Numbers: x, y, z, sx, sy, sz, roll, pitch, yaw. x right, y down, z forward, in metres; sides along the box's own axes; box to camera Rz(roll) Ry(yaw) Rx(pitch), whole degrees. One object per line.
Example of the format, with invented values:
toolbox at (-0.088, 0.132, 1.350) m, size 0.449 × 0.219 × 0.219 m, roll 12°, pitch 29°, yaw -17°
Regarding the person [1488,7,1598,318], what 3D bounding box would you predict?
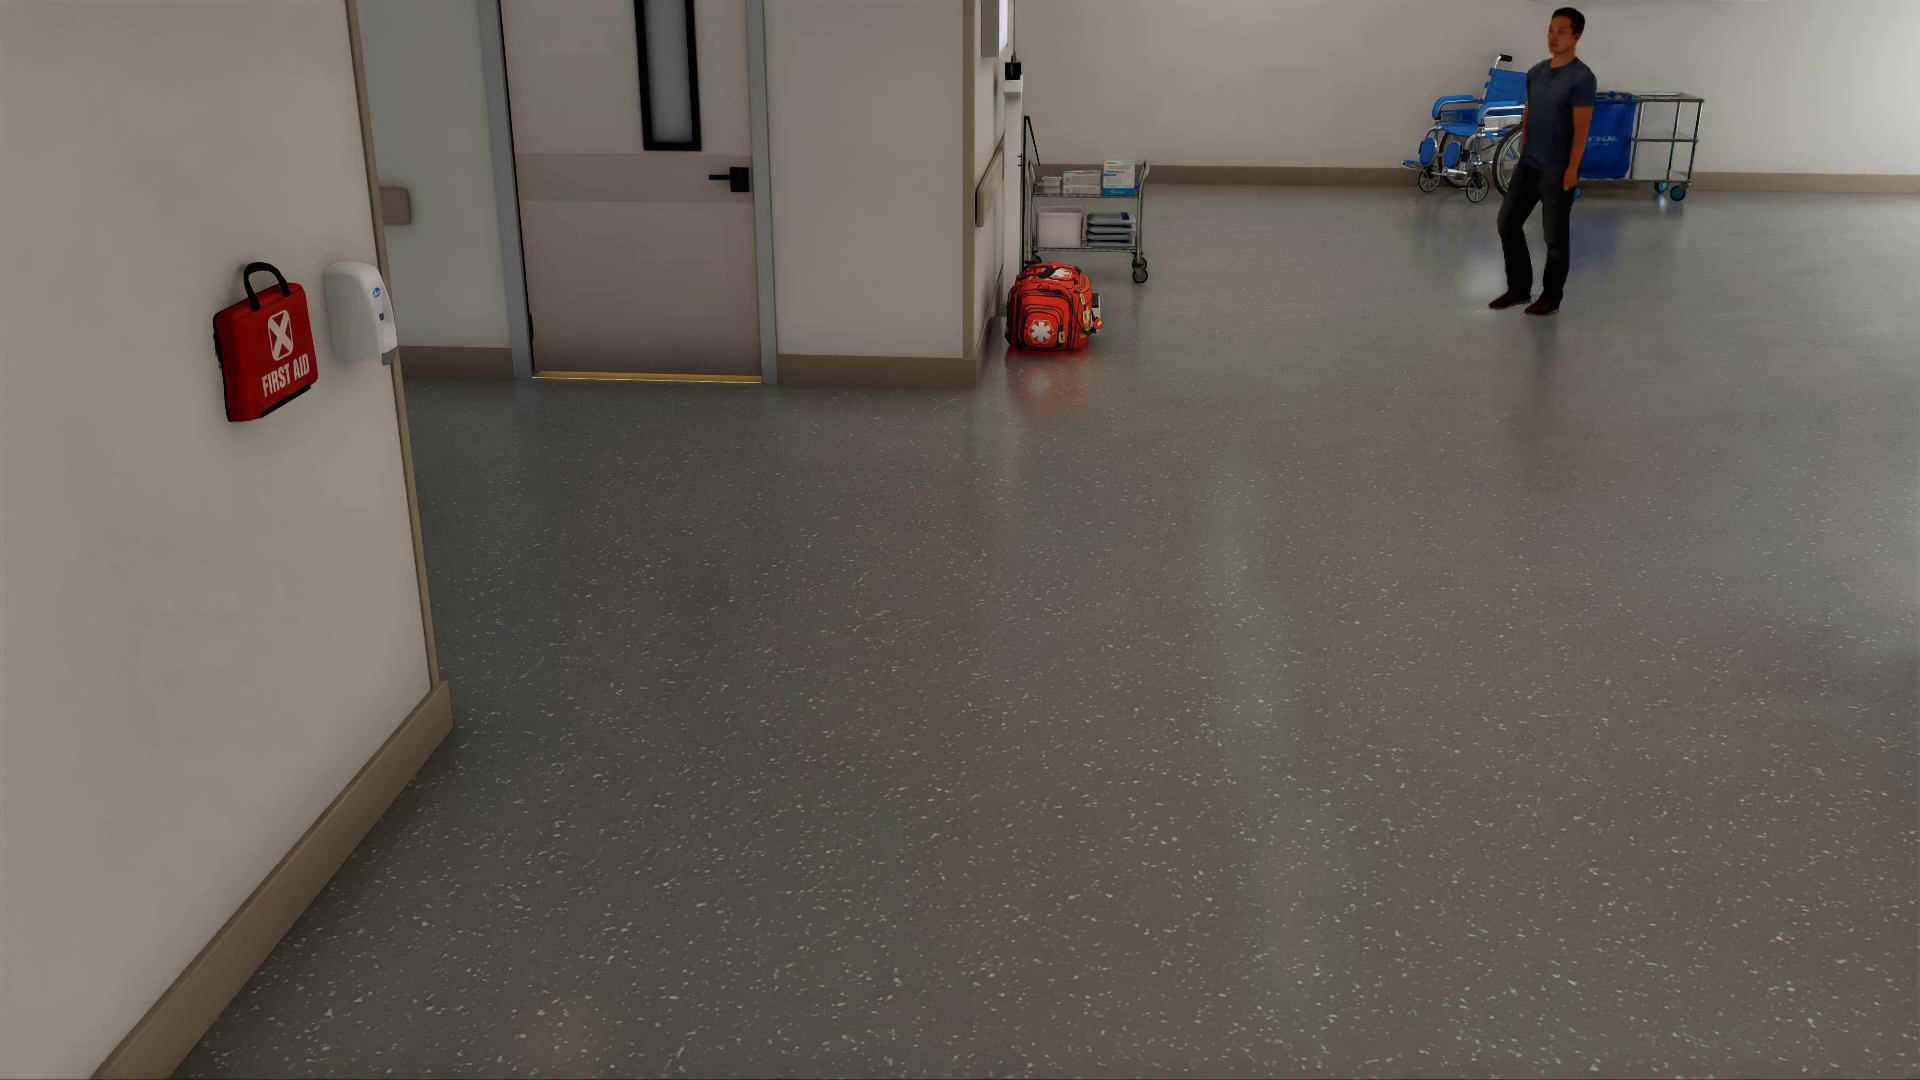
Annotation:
person at (3.579, -2.230, 9.922) m, size 0.897 × 1.795 × 0.814 m, roll -11°, pitch 24°, yaw -28°
